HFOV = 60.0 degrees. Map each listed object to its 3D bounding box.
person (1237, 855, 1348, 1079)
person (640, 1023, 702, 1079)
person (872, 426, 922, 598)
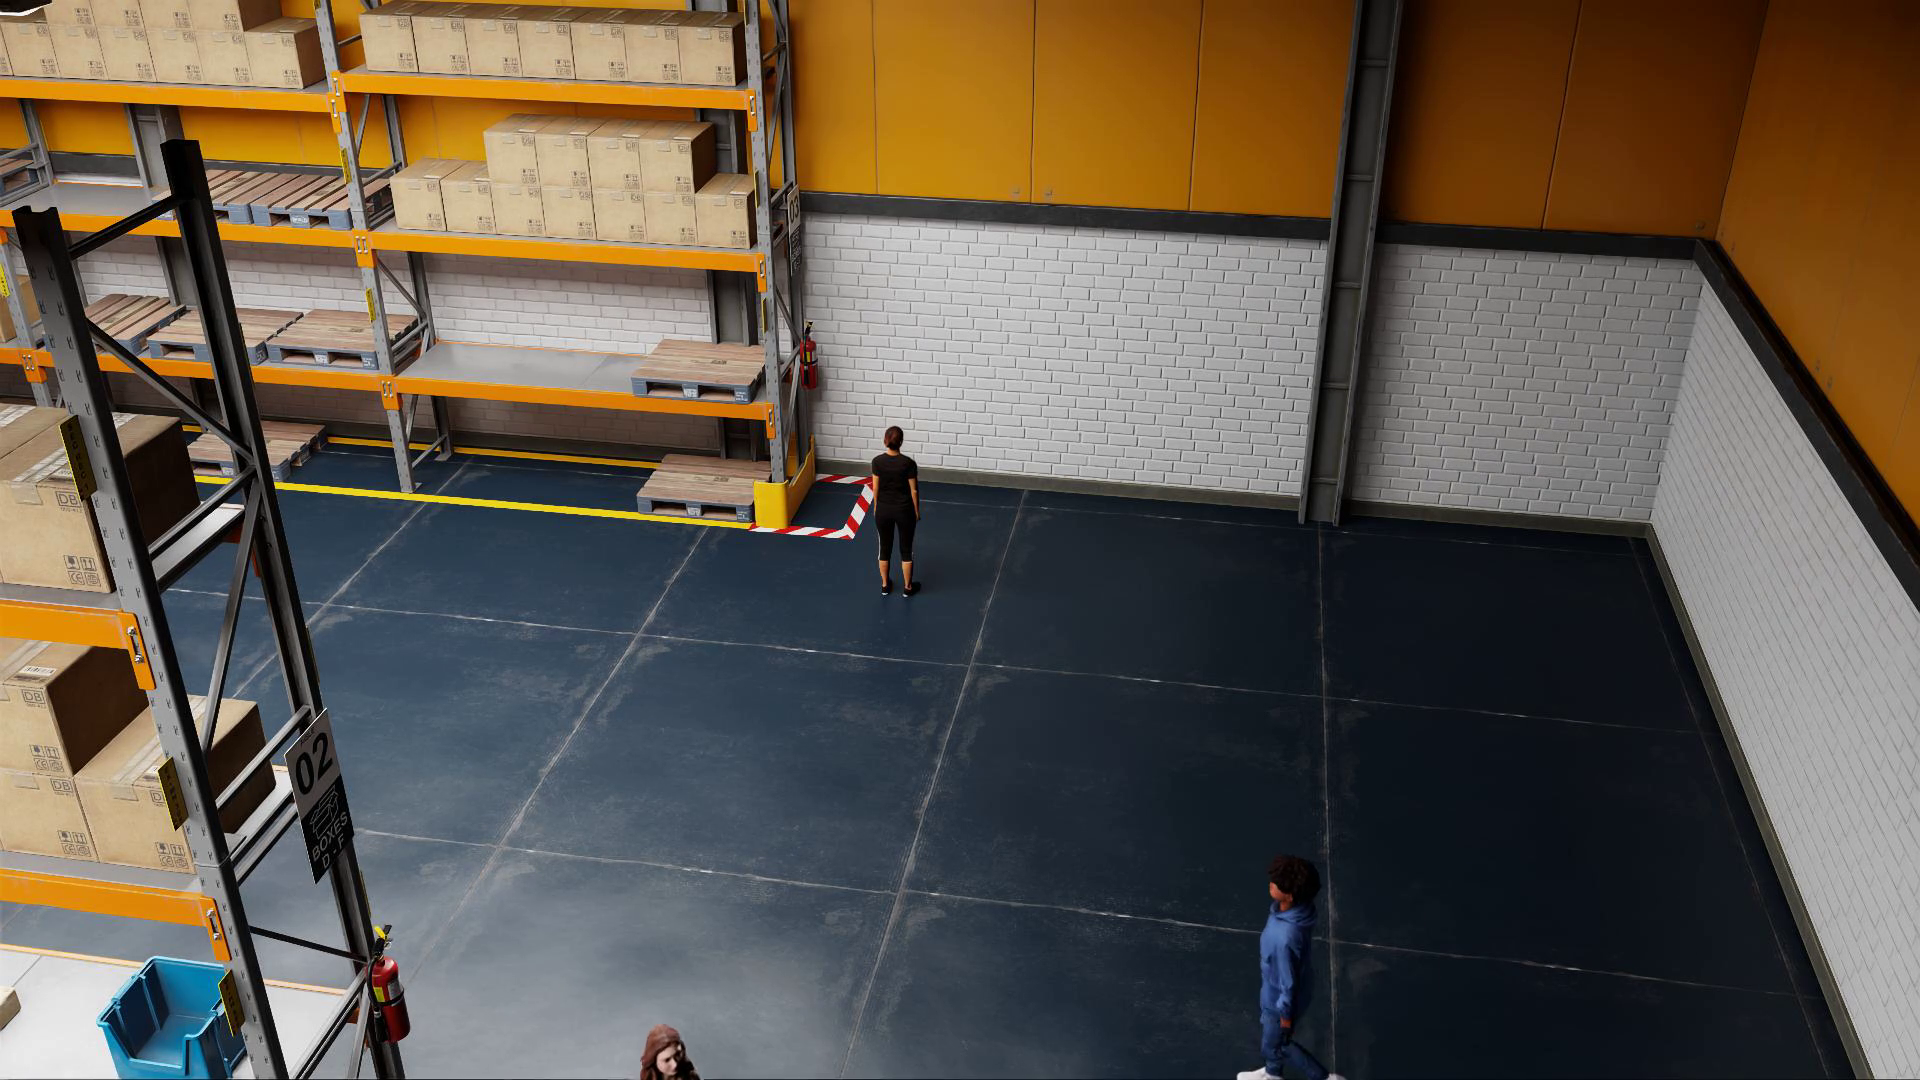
[{"bbox_3d":[1.982,2.603,9.689,0.899,1.793,0.735,8,30,15],"label":"person"},{"bbox_3d":[-1.545,3.176,8.696,0.847,1.739,0.923,-21,35,-33],"label":"person"},{"bbox_3d":[-0.586,-0.269,15.084,0.445,1.669,0.649,6,29,12],"label":"person"}]
